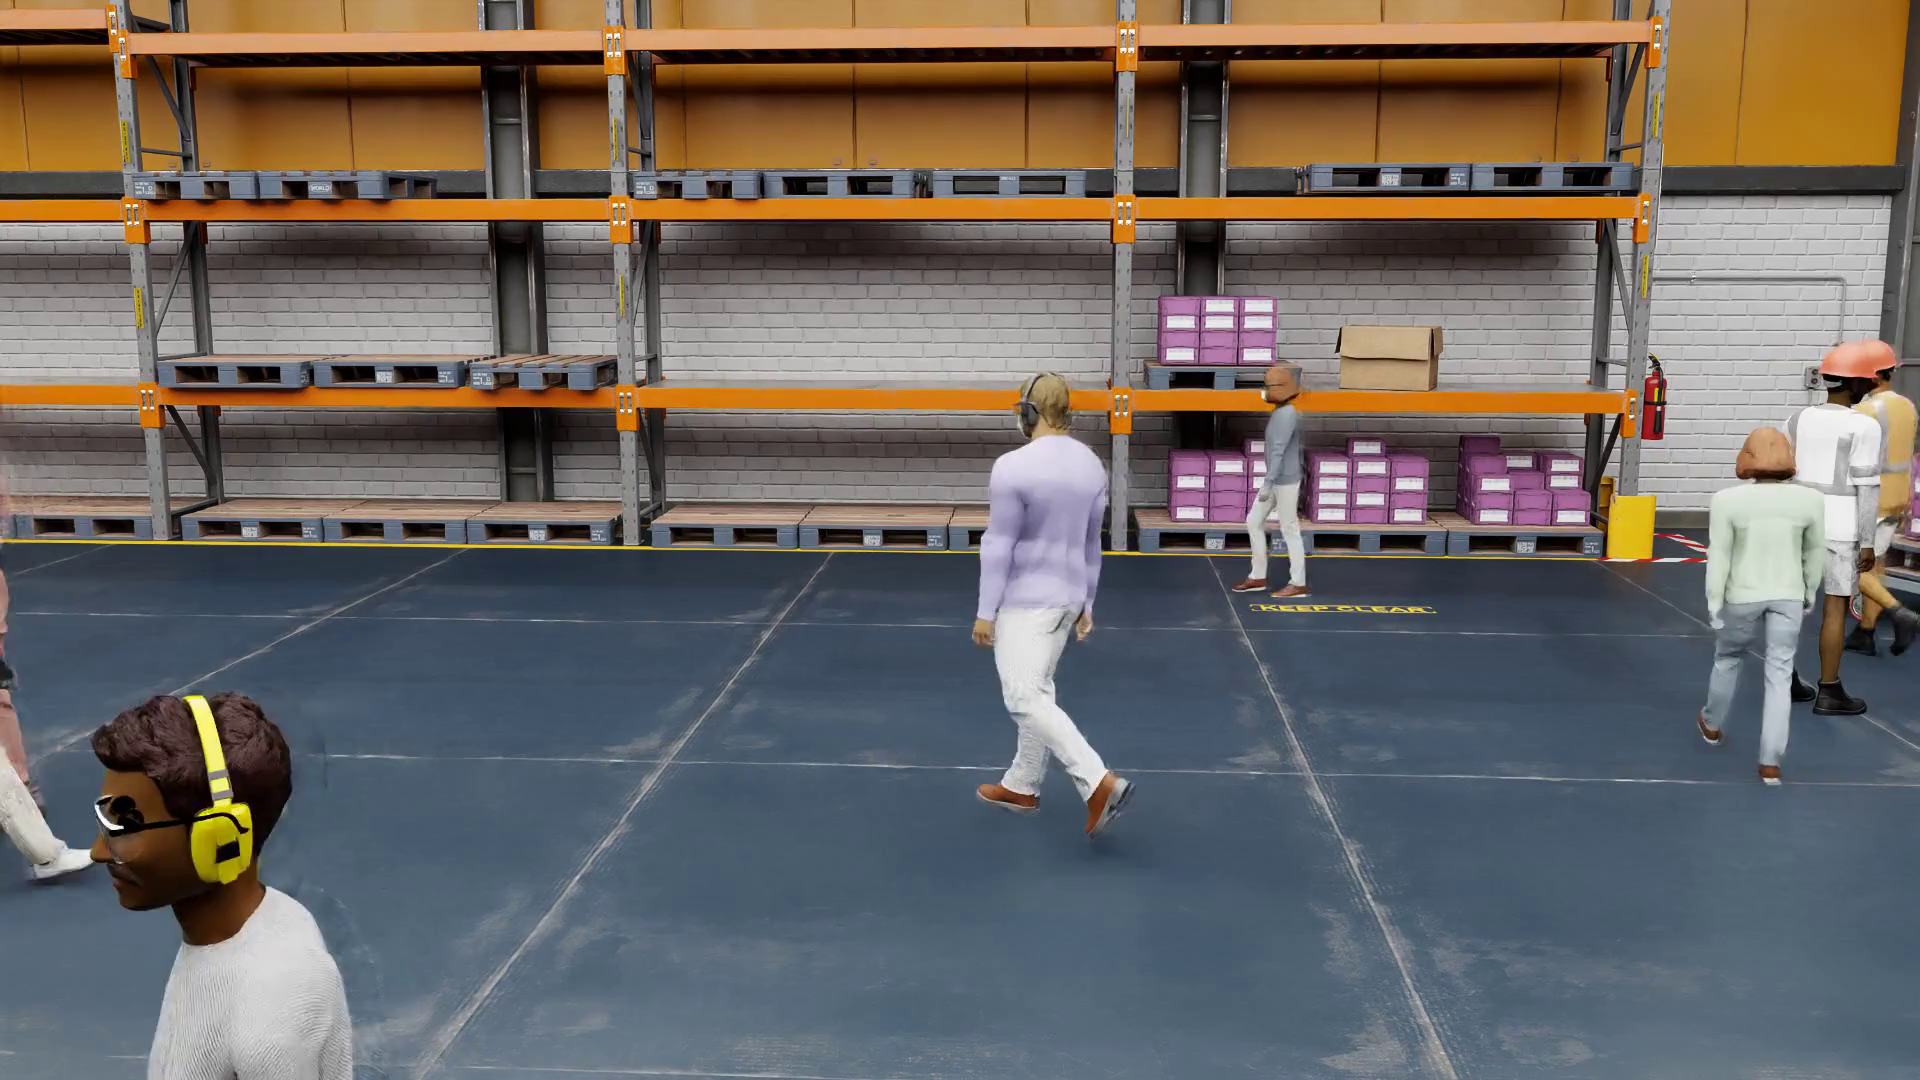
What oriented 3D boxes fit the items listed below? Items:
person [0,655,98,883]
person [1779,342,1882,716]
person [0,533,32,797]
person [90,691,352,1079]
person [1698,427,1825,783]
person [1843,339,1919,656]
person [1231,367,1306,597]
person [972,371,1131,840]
[{"bbox_3d":[-3.678,0.529,6.214,0.809,1.600,0.531,-5,11,-27],"label":"person"},{"bbox_3d":[4.549,-0.059,8.687,0.373,1.934,0.552,-4,11,-24],"label":"person"},{"bbox_3d":[-4.178,0.288,6.813,0.601,1.887,0.648,-7,12,-35],"label":"person"},{"bbox_3d":[-0.912,1.083,2.315,0.908,1.841,0.527,-5,11,-28],"label":"person"},{"bbox_3d":[3.729,0.273,7.759,0.519,1.594,0.844,3,10,16],"label":"person"},{"bbox_3d":[5.384,-0.210,9.676,0.565,1.910,0.620,-5,11,-29],"label":"person"},{"bbox_3d":[2.147,-0.387,11.571,0.631,1.610,0.504,0,10,-1],"label":"person"},{"bbox_3d":[0.384,0.266,6.840,0.831,1.919,0.632,8,13,40],"label":"person"}]
